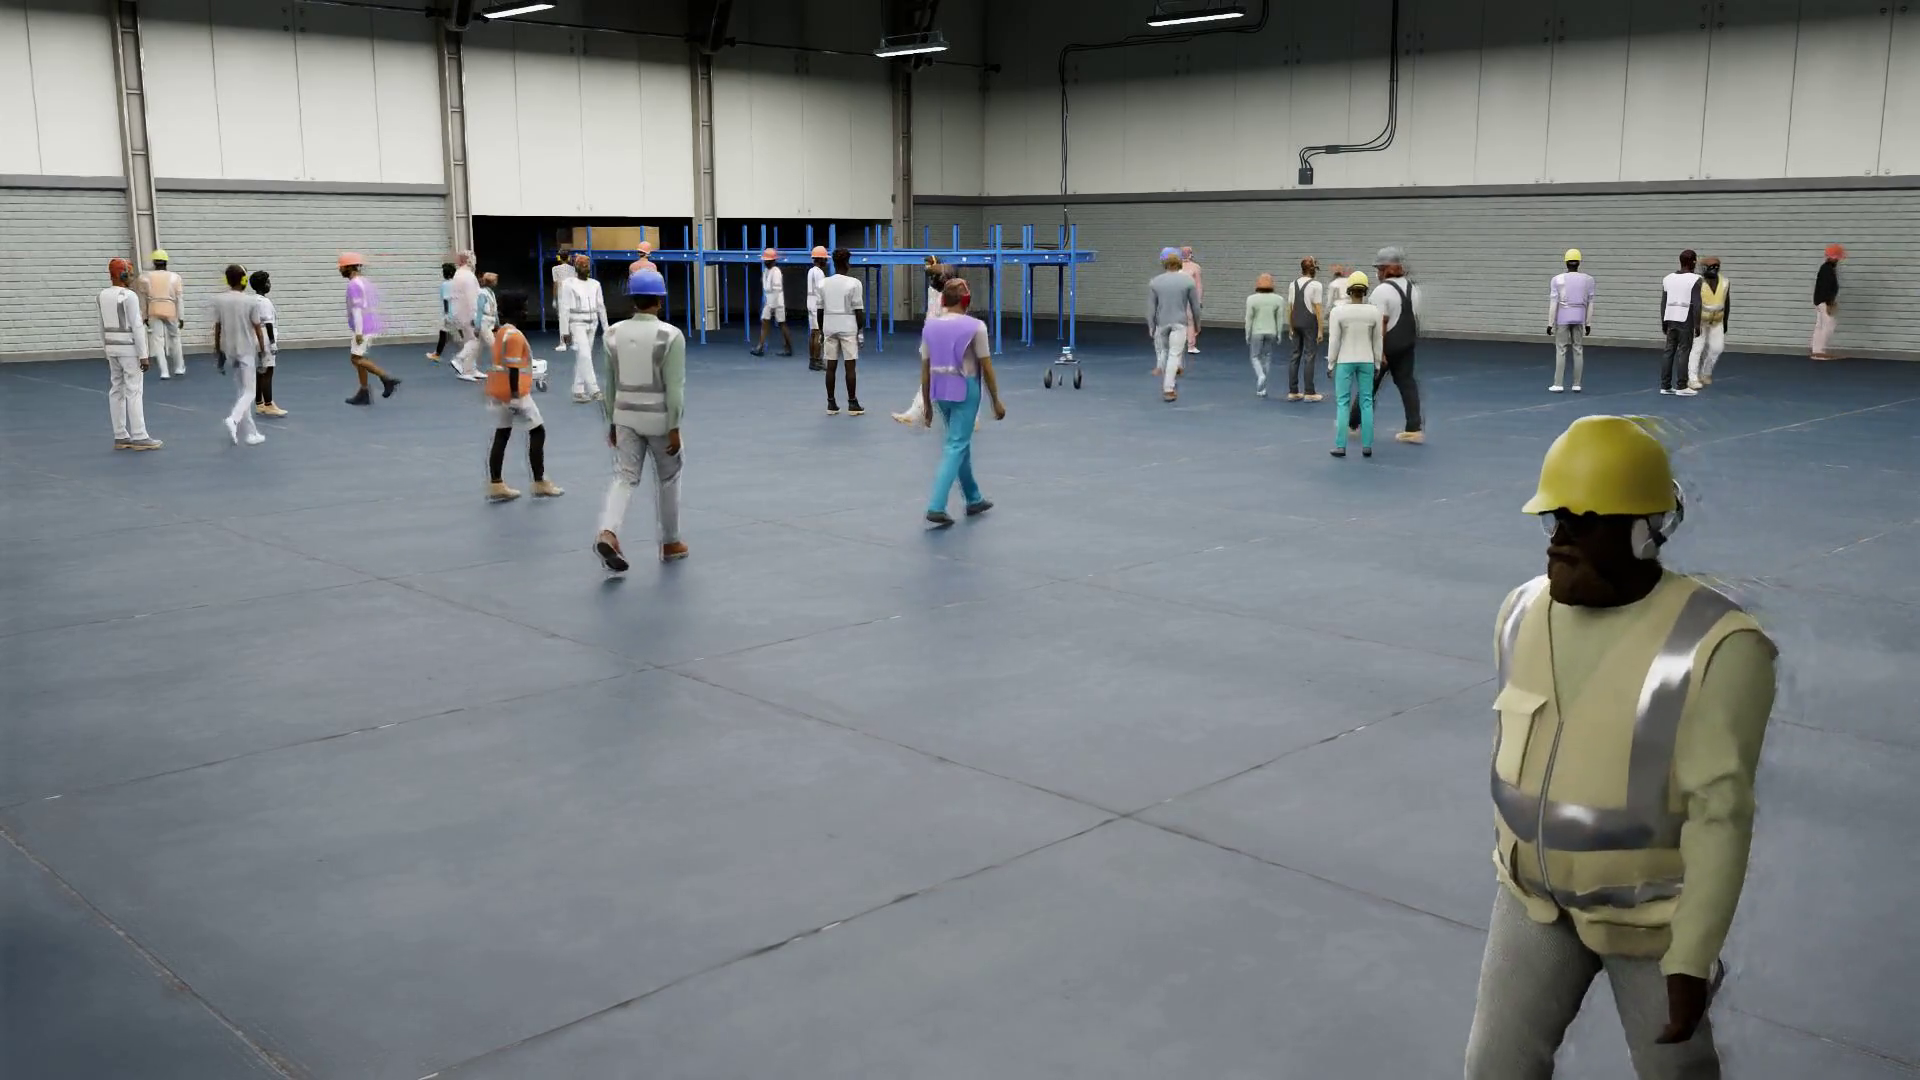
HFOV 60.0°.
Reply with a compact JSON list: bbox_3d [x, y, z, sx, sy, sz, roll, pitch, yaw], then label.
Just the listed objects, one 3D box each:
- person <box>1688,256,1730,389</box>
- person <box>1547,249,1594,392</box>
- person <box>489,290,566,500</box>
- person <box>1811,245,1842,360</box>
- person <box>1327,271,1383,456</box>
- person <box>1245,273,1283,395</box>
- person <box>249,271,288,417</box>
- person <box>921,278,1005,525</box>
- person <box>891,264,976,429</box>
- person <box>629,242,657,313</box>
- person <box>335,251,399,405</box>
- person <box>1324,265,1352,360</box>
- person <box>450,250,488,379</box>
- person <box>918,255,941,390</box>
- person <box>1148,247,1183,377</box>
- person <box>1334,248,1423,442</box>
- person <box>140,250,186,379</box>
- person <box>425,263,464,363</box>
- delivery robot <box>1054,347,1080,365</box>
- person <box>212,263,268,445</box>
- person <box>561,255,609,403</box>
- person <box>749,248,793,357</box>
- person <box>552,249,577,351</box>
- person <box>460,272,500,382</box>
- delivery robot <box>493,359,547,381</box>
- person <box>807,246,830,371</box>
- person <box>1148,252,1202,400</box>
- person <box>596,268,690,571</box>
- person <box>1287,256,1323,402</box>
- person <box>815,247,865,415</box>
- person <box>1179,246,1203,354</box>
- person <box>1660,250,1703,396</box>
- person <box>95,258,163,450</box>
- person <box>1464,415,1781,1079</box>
[{"bbox_3d":[10.322,-3.001,22.998,0.689,1.822,0.446,-1,10,-4],"label":"person"},{"bbox_3d":[8.247,-2.965,22.512,0.594,1.923,0.371,0,10,-1],"label":"person"},{"bbox_3d":[-3.493,-1.162,13.347,0.693,1.669,0.544,-7,12,-32],"label":"person"},{"bbox_3d":[14.733,-4.034,28.320,0.377,1.948,0.662,4,11,21],"label":"person"},{"bbox_3d":[3.794,-1.693,16.008,0.533,1.767,0.321,0,10,-2],"label":"person"},{"bbox_3d":[4.019,-2.708,21.954,0.504,1.619,0.523,-1,10,-4],"label":"person"},{"bbox_3d":[-8.162,-2.300,19.504,0.321,1.697,0.530,-10,14,-44],"label":"person"},{"bbox_3d":[-0.008,-1.036,12.348,0.580,1.803,0.935,10,14,42],"label":"person"},{"bbox_3d":[-0.254,-2.078,18.016,0.946,1.793,0.644,-3,11,-14],"label":"person"},{"bbox_3d":[-5.571,-4.279,29.486,0.610,1.996,0.379,5,12,27],"label":"person"},{"bbox_3d":[-7.460,-2.656,20.859,0.621,1.914,0.564,-2,11,-12],"label":"person"},{"bbox_3d":[6.458,-3.852,28.226,0.609,1.610,0.325,-5,12,-26],"label":"person"},{"bbox_3d":[-7.277,-3.322,24.562,0.473,1.891,0.668,-6,12,-31],"label":"person"},{"bbox_3d":[-0.346,-2.873,22.226,0.590,1.845,0.517,-5,11,-25],"label":"person"},{"bbox_3d":[3.063,-3.410,24.930,0.664,1.922,0.639,2,11,9],"label":"person"},{"bbox_3d":[4.404,-2.031,17.216,0.686,2.000,1.037,-7,13,-34],"label":"person"},{"bbox_3d":[-11.863,-3.365,24.807,0.591,1.890,0.919,-4,11,-19],"label":"person"},{"bbox_3d":[-8.423,-3.737,27.458,0.877,1.643,0.550,4,11,20],"label":"person"},{"bbox_3d":[1.489,-2.592,23.368,0.335,0.223,0.698,3,11,14],"label":"delivery robot"},{"bbox_3d":[-7.276,-1.860,16.749,0.514,1.843,0.794,1,10,5],"label":"person"},{"bbox_3d":[-4.649,-2.649,20.973,0.882,1.850,0.602,8,13,36],"label":"person"},{"bbox_3d":[-3.283,-4.124,28.944,0.927,1.879,0.564,-8,13,-39],"label":"person"},{"bbox_3d":[-7.281,-4.428,30.675,0.516,1.864,0.319,-8,13,-37],"label":"person"},{"bbox_3d":[-6.817,-3.062,23.972,0.928,1.575,0.538,-1,10,-5],"label":"person"},{"bbox_3d":[-6.011,-2.344,22.725,0.707,0.478,0.477,-3,11,-17],"label":"delivery robot"},{"bbox_3d":[-2.225,-3.661,26.271,0.371,1.939,0.543,-4,11,-20],"label":"person"},{"bbox_3d":[2.788,-2.781,21.630,0.653,1.881,1.037,5,11,25],"label":"person"},{"bbox_3d":[-2.036,-0.763,10.566,0.605,1.917,0.908,3,11,18],"label":"person"},{"bbox_3d":[4.422,-2.699,21.281,0.325,1.843,0.517,-9,14,-40],"label":"person"},{"bbox_3d":[-1.410,-2.473,19.716,0.607,1.966,0.373,4,11,22],"label":"person"},{"bbox_3d":[4.059,-4.304,29.860,0.651,1.907,0.409,6,12,30],"label":"person"},{"bbox_3d":[9.592,-2.893,22.137,0.375,1.917,0.598,-5,12,-27],"label":"person"},{"bbox_3d":[-8.270,-1.842,16.494,0.573,1.887,0.355,5,12,26],"label":"person"},{"bbox_3d":[1.243,0.653,3.166,0.922,1.794,0.594,-7,13,-34],"label":"person"}]
